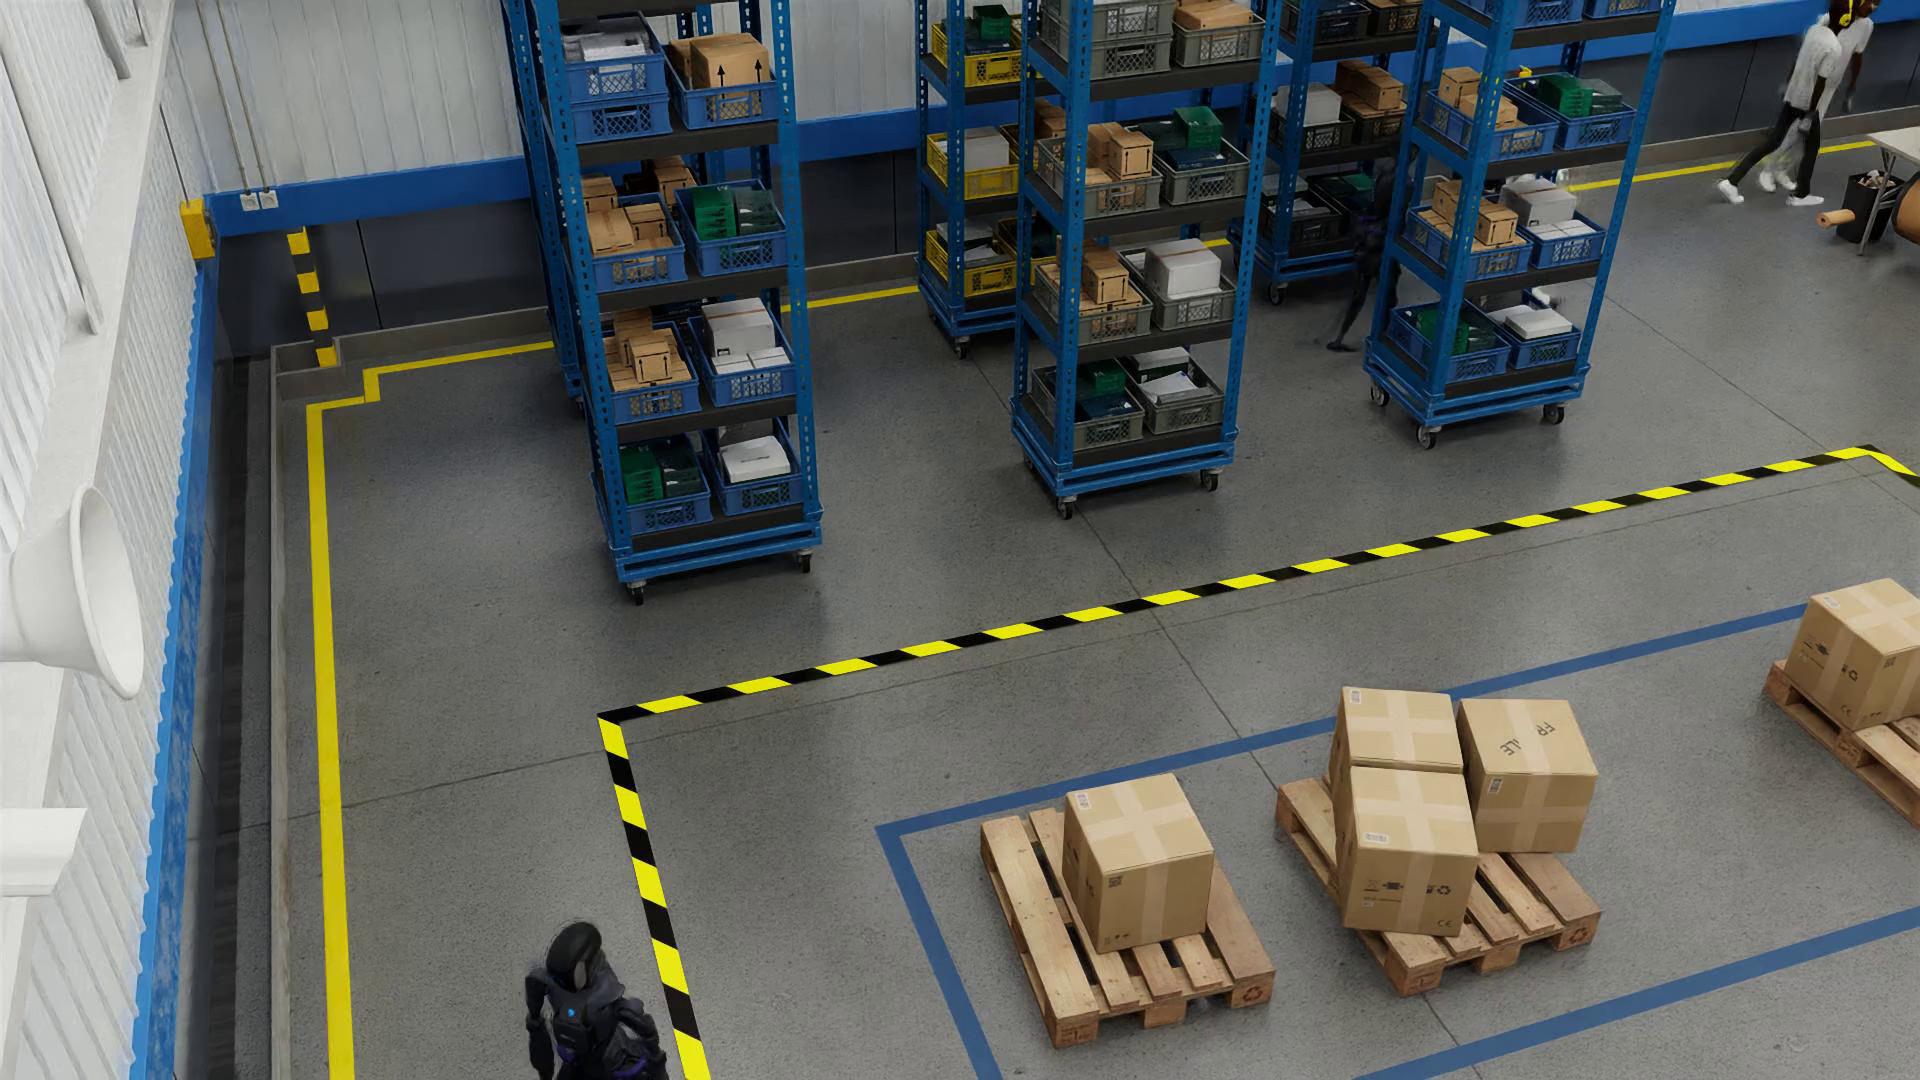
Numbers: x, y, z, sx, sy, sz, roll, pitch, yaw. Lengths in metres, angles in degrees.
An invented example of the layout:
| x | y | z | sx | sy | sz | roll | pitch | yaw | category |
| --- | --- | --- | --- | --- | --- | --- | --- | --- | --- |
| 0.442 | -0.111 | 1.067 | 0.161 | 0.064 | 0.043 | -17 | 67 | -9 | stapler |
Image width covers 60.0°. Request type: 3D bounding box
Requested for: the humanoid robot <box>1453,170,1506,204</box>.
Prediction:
| x | y | z | sx | sy | sz | roll | pitch | yaw | category |
| --- | --- | --- | --- | --- | --- | --- | --- | --- | --- |
| 4.068 | -2.695 | 12.680 | 0.688 | 1.631 | 0.613 | -29 | 44 | -34 | humanoid robot |

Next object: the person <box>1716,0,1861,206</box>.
| x | y | z | sx | sy | sz | roll | pitch | yaw | category |
| --- | --- | --- | --- | --- | --- | --- | --- | --- | --- |
| 6.973 | -3.647 | 13.880 | 0.911 | 1.829 | 0.505 | -5 | 35 | -7 | person |

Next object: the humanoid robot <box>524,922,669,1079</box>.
| x | y | z | sx | sy | sz | roll | pitch | yaw | category |
| --- | --- | --- | --- | --- | --- | --- | --- | --- | --- |
| -1.280 | 1.950 | 6.072 | 0.588 | 1.638 | 0.391 | 11 | 37 | 15 | humanoid robot |

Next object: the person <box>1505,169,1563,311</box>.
| x | y | z | sx | sy | sz | roll | pitch | yaw | category |
| --- | --- | --- | --- | --- | --- | --- | --- | --- | --- |
| 4.056 | -2.174 | 11.804 | 0.652 | 1.803 | 0.571 | -5 | 36 | -7 | person |

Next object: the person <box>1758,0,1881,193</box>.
| x | y | z | sx | sy | sz | roll | pitch | yaw | category |
| --- | --- | --- | --- | --- | --- | --- | --- | --- | --- |
| 7.330 | -3.853 | 14.171 | 0.606 | 1.816 | 0.440 | -3 | 35 | -5 | person |

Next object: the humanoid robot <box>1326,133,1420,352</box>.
| x | y | z | sx | sy | sz | roll | pitch | yaw | category |
| --- | --- | --- | --- | --- | --- | --- | --- | --- | --- |
| 2.946 | -2.081 | 11.807 | 0.447 | 1.641 | 0.614 | -7 | 36 | -10 | humanoid robot |
